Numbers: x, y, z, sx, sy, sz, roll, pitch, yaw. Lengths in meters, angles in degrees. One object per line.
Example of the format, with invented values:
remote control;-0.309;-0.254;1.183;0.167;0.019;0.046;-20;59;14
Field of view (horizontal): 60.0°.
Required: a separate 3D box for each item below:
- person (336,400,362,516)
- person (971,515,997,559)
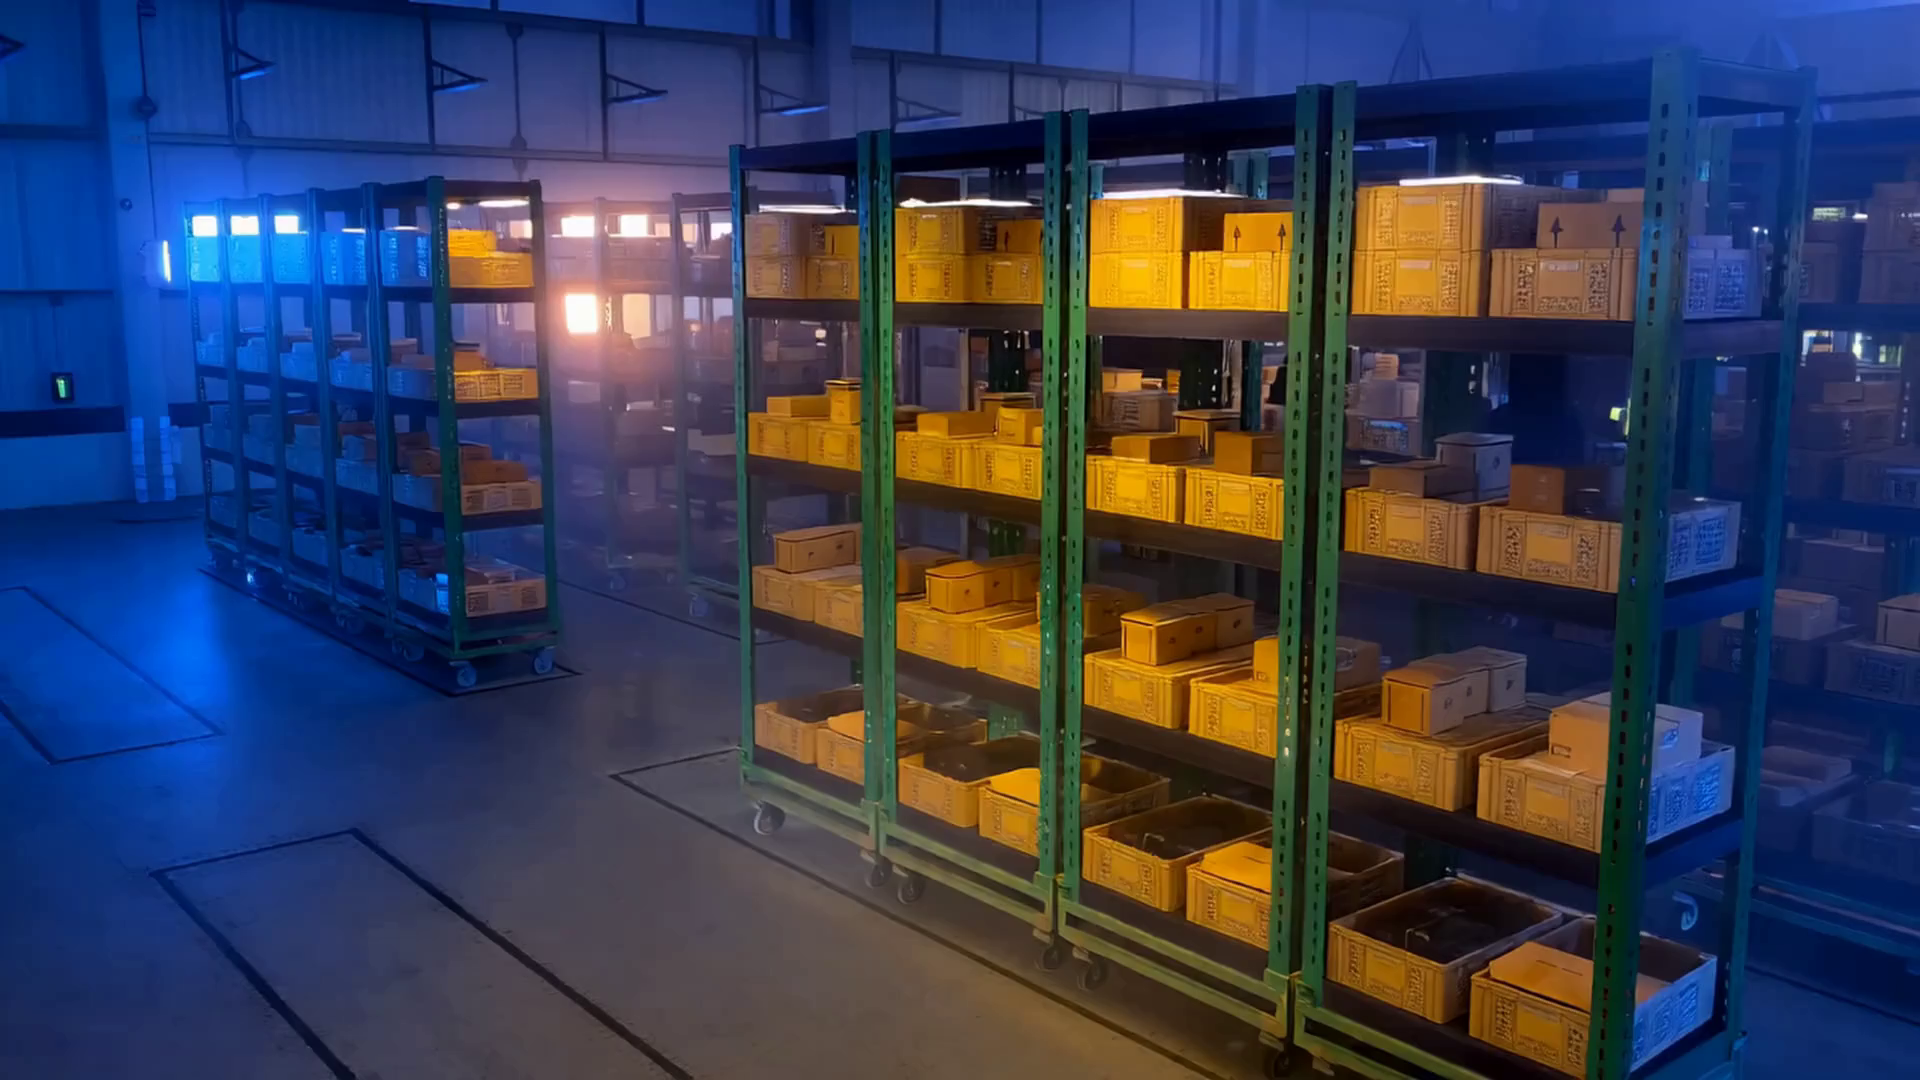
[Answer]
person;-6.113;-0.688;16.886;0.389;1.837;0.560;-3;10;-20
person;0.286;-0.037;12.977;0.591;1.824;0.404;-3;10;-18
